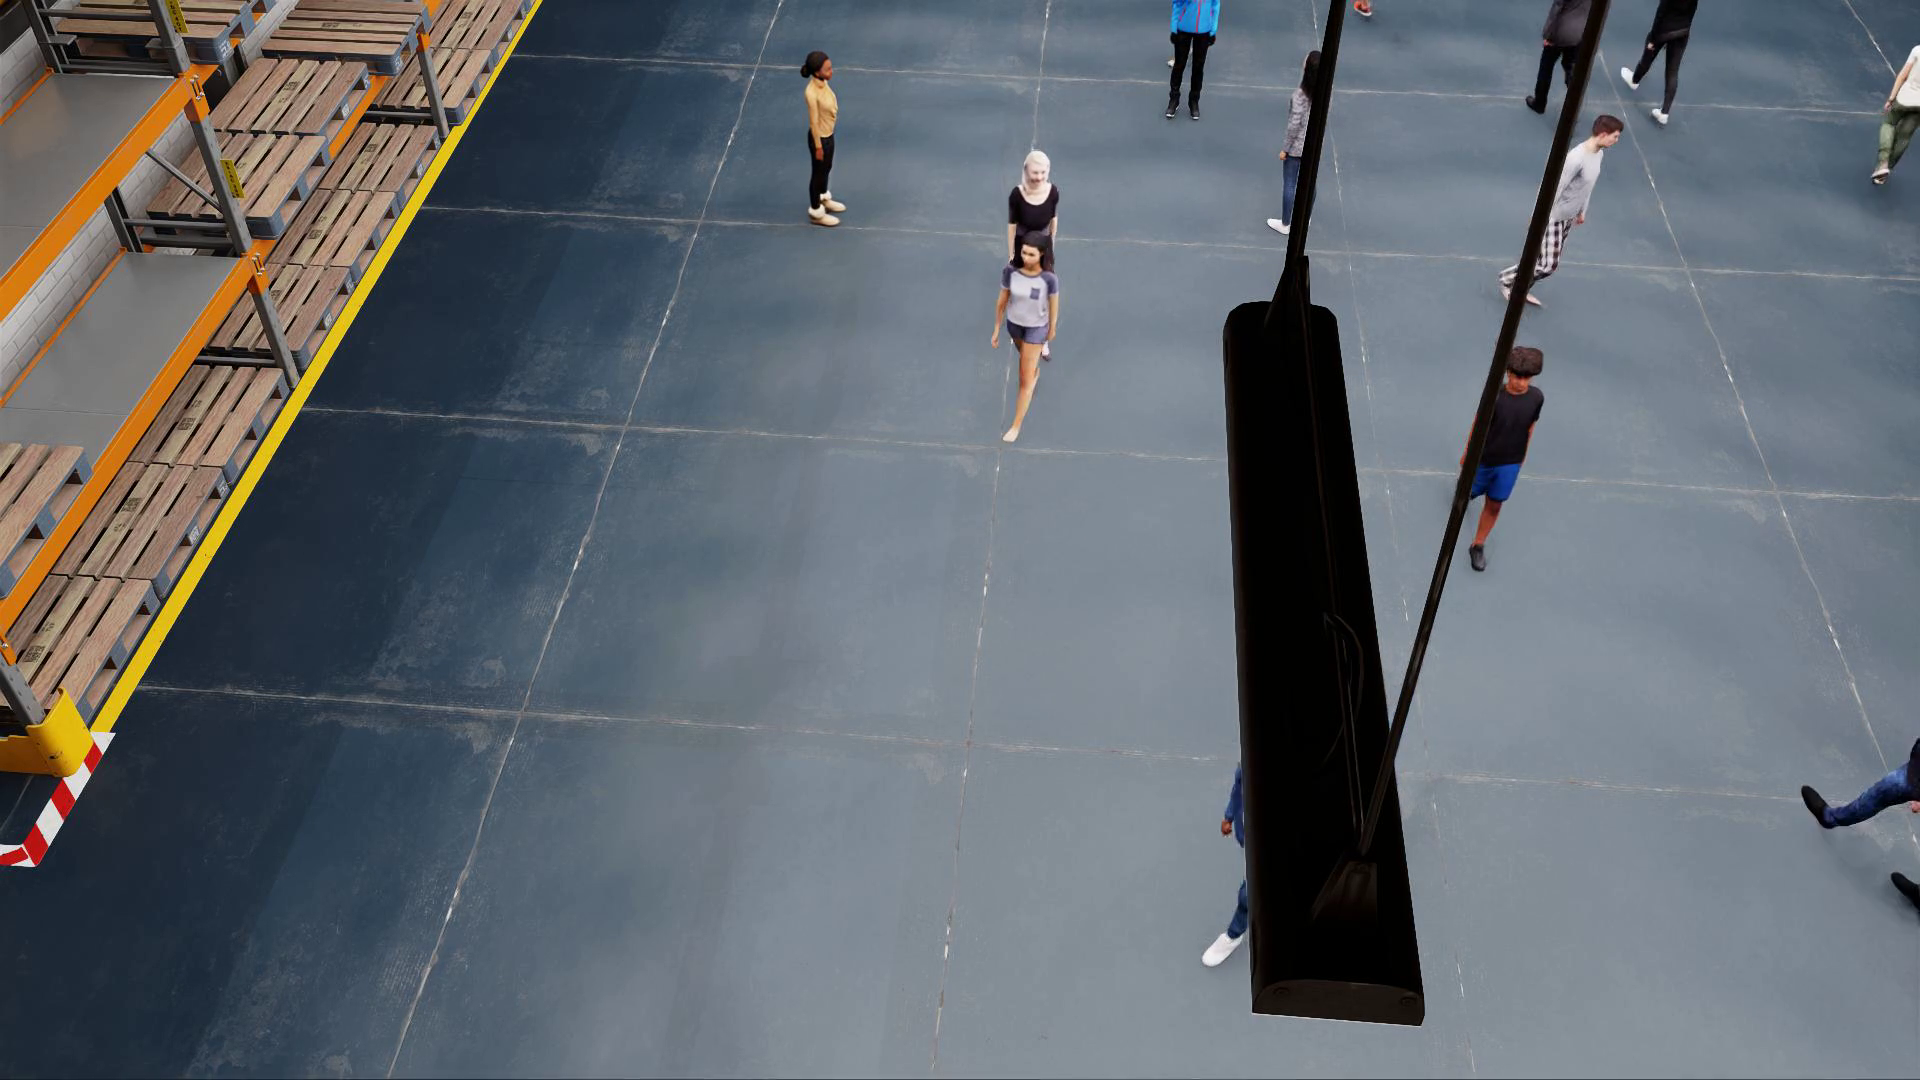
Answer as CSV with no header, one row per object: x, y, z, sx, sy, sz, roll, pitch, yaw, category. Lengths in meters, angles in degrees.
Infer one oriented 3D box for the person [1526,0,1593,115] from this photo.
5.963,-4.928,16.190,0.927,1.821,1.072,-11,45,-11,person

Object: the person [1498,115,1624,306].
4.952,-2.742,13.906,0.910,1.808,0.962,-29,51,-27,person

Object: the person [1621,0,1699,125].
6.983,-4.867,16.264,0.905,1.630,1.230,-8,44,-8,person

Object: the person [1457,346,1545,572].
3.785,-0.666,11.751,0.596,1.773,1.040,3,44,3,person

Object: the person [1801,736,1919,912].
5.648,1.440,9.503,1.037,1.825,1.298,-15,46,-16,person

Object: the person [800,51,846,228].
-1.257,-3.619,14.934,0.661,1.659,0.498,8,44,8,person

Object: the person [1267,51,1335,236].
3.062,-3.536,14.794,0.689,1.733,0.706,-21,48,-21,person

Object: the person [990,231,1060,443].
0.544,-1.686,12.890,0.859,1.680,1.235,16,46,16,person

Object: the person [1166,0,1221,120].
2.283,-4.992,16.276,0.619,1.796,0.519,5,44,6,person

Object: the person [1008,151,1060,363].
0.563,-2.406,13.553,0.702,1.808,0.915,-5,44,-5,person

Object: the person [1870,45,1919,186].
8.784,-3.994,15.338,0.697,1.644,0.805,16,46,16,person
